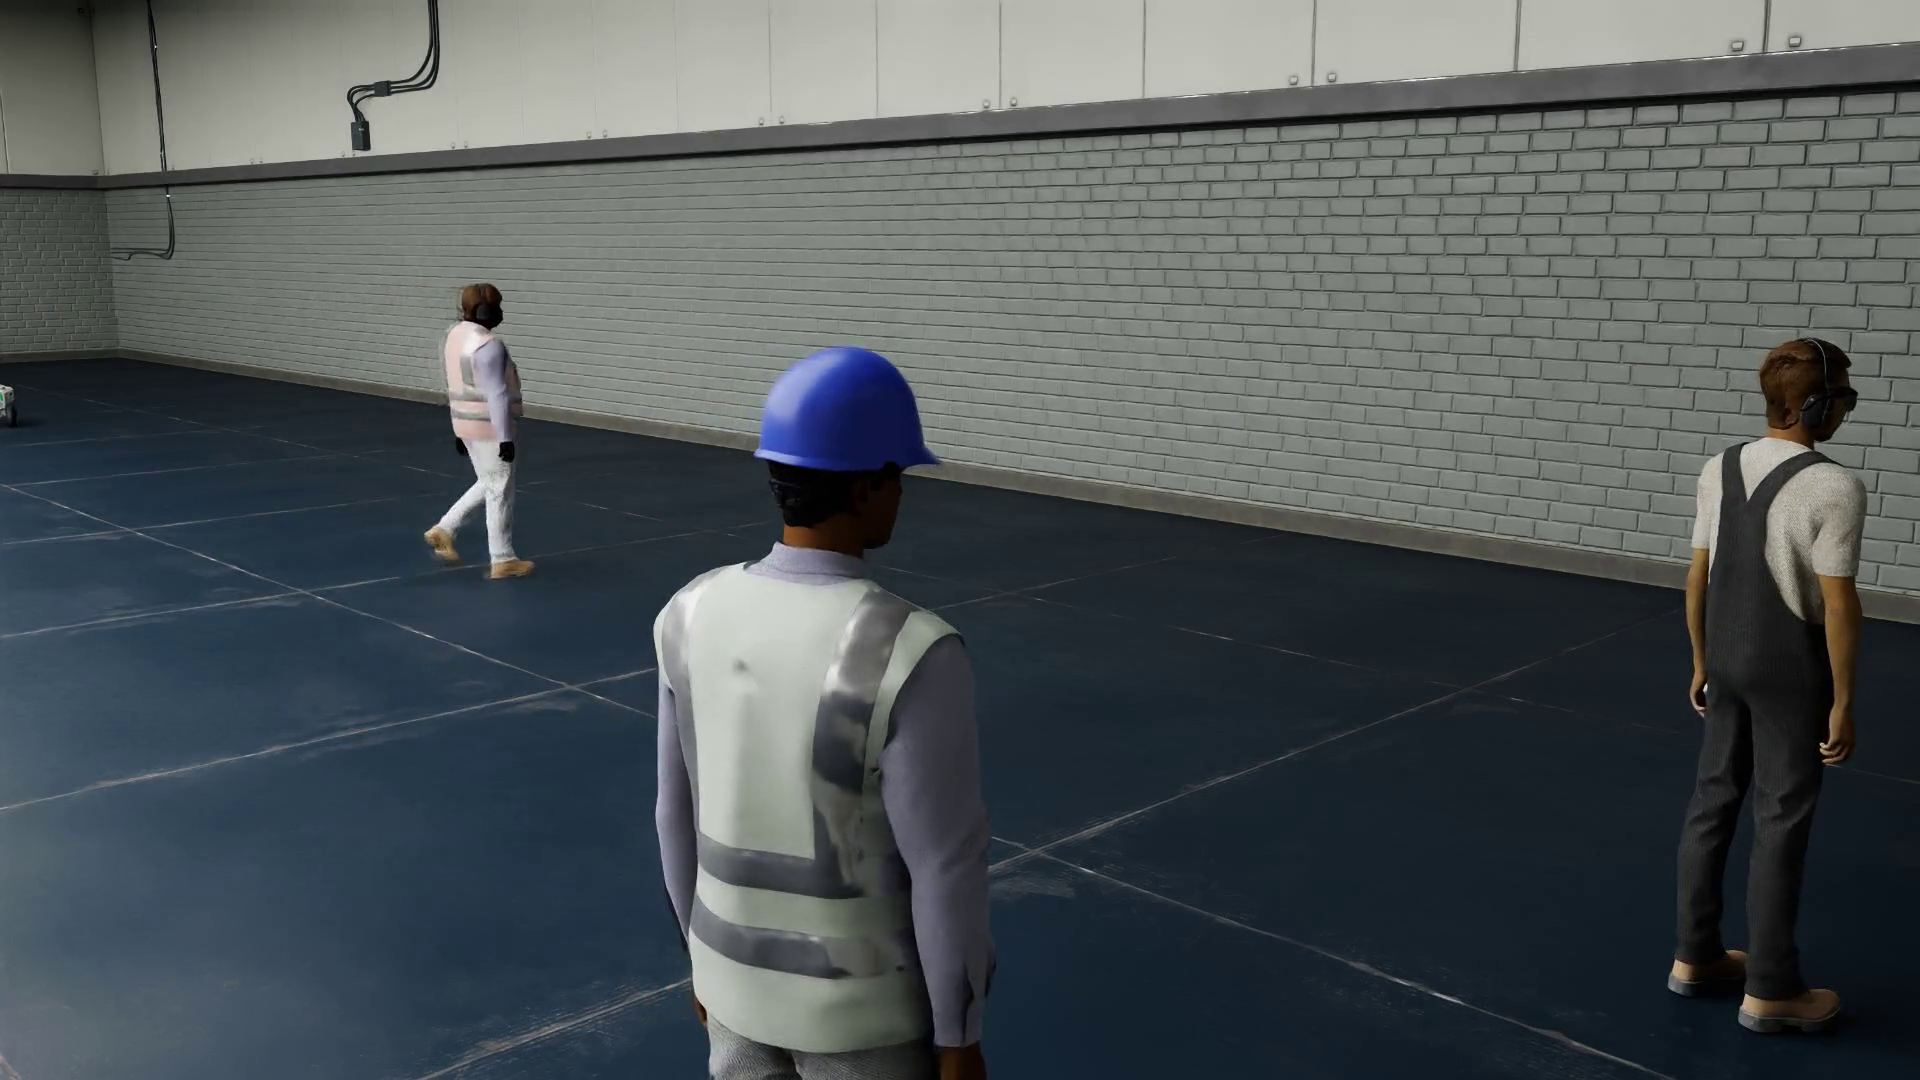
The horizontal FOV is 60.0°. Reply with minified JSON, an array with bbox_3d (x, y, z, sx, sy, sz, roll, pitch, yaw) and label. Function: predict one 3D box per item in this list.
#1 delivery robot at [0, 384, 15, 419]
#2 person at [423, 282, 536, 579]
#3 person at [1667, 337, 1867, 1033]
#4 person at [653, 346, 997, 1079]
[{"bbox_3d":[-10.810,-1.583,18.576,0.477,0.478,0.707,-4,11,-21],"label":"delivery robot"},{"bbox_3d":[-2.962,-0.663,10.233,0.553,1.827,0.631,-7,12,-33],"label":"person"},{"bbox_3d":[2.181,0.382,4.478,0.325,1.843,0.517,-4,11,-22],"label":"person"},{"bbox_3d":[-0.198,0.678,2.586,0.615,1.945,0.404,8,13,37],"label":"person"}]
